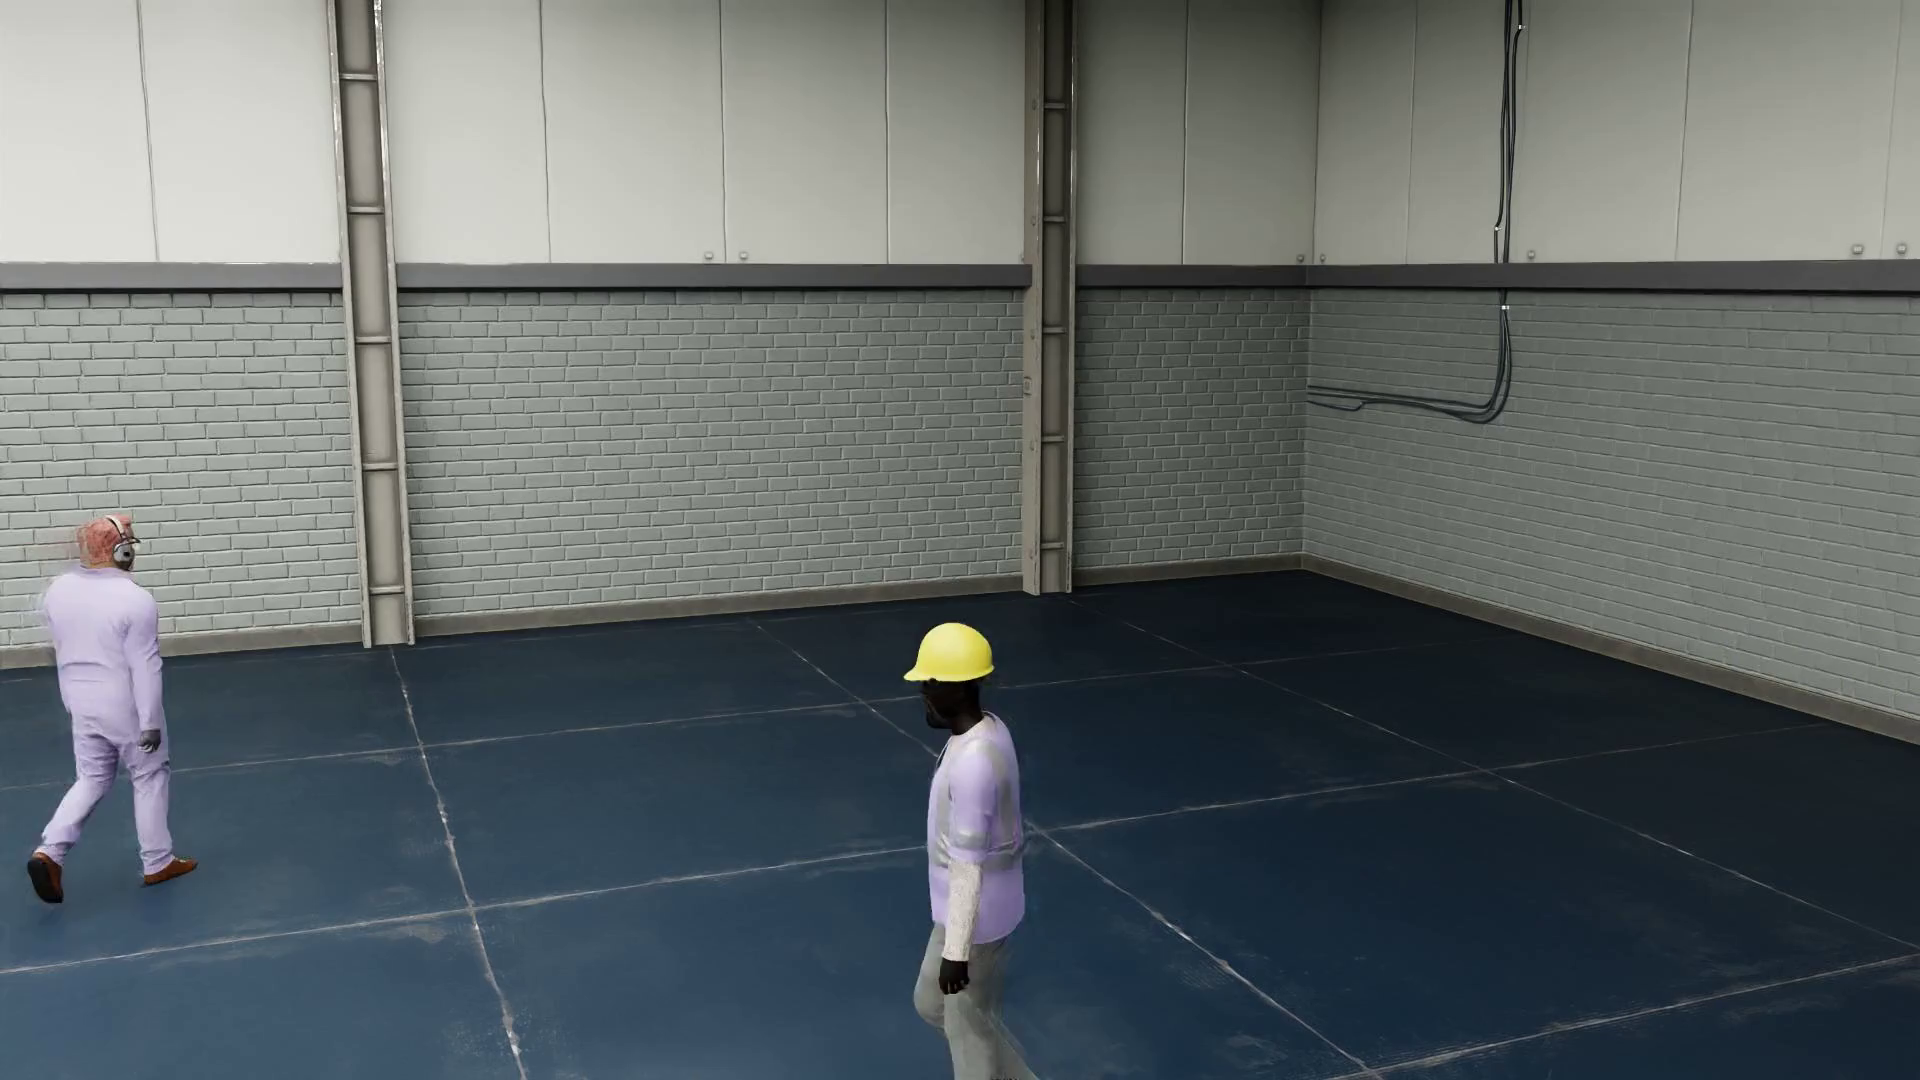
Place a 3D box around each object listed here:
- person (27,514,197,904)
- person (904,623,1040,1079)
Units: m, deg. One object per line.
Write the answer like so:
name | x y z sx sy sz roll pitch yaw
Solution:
person | -4.148 0.819 8.053 0.644 1.887 0.764 3 9 16
person | 0.031 1.215 5.503 0.434 1.913 0.586 0 9 -1
